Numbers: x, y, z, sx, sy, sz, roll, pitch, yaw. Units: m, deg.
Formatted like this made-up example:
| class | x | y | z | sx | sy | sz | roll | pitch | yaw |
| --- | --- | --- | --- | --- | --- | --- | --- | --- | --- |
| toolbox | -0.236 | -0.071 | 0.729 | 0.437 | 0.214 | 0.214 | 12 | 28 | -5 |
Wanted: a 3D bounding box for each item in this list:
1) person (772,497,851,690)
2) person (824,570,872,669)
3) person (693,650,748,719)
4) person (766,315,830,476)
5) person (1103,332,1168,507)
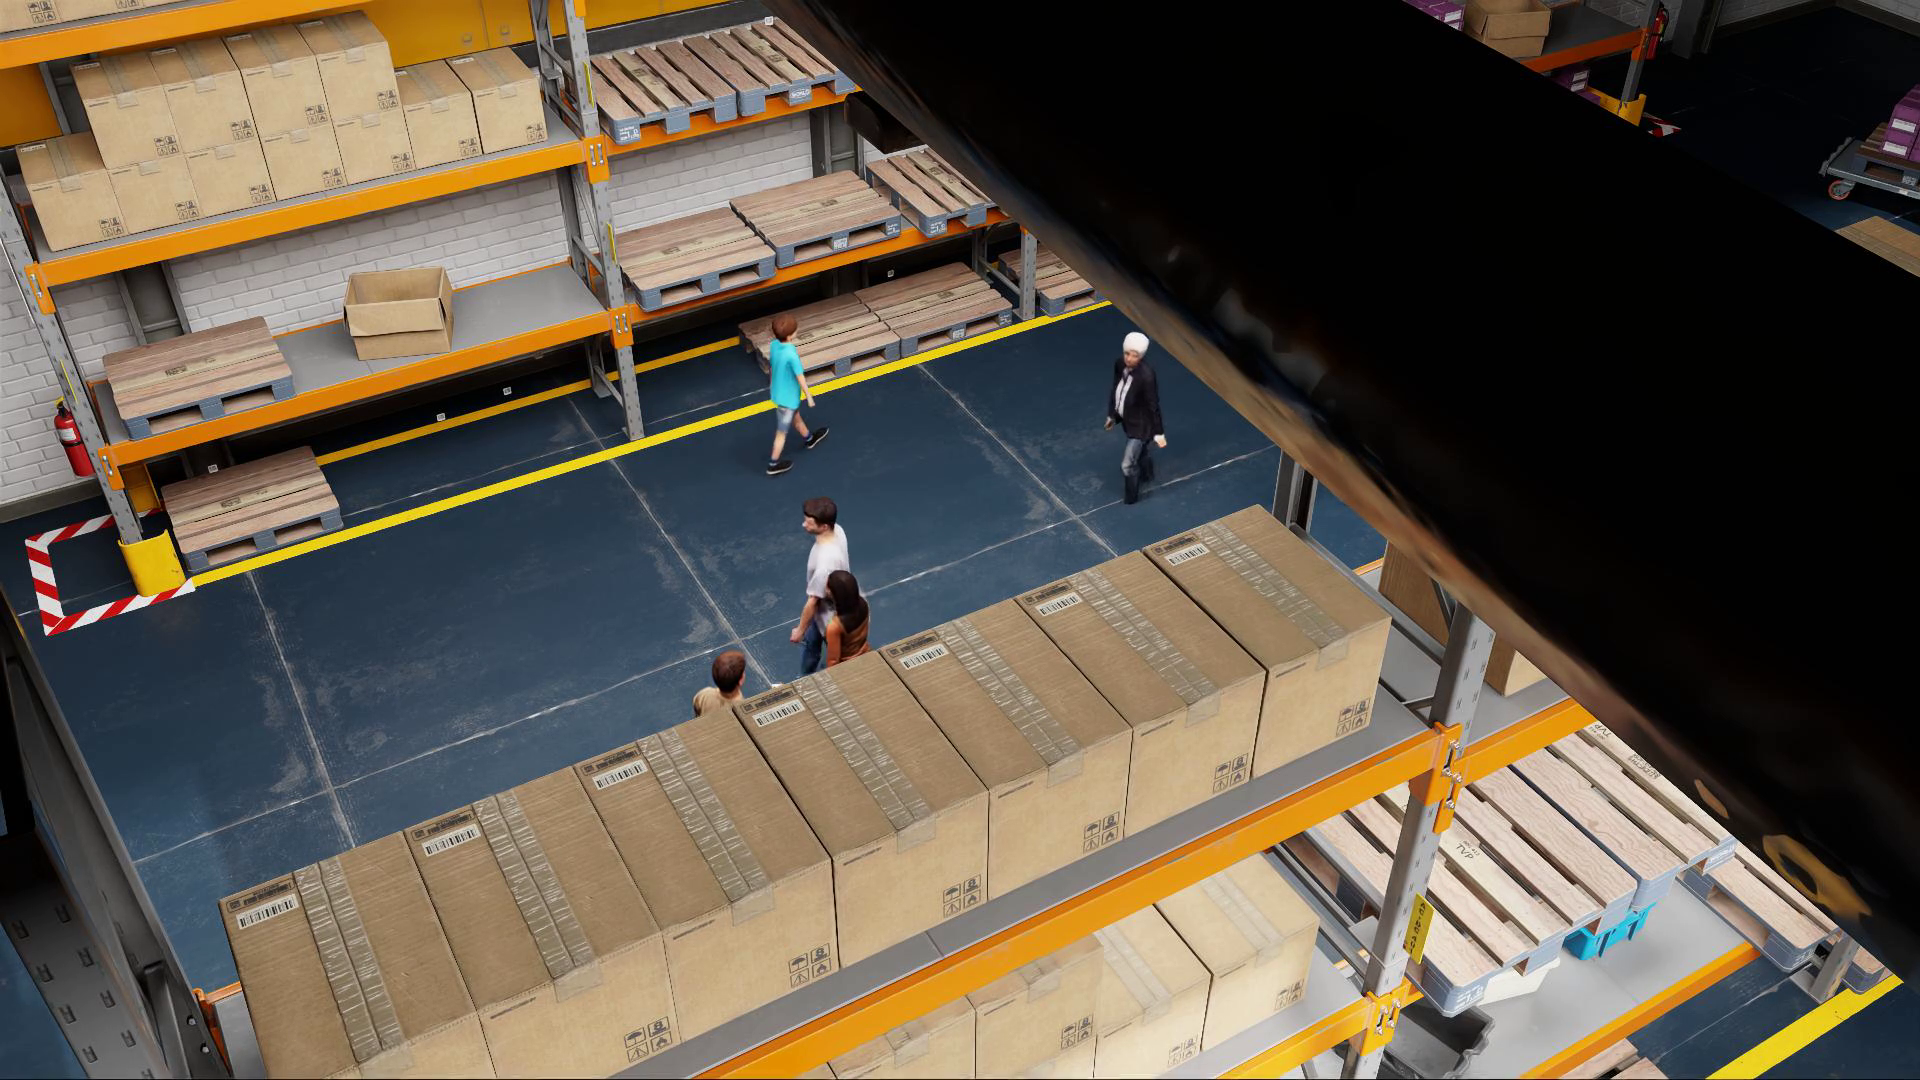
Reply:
| class | x | y | z | sx | sy | sz | roll | pitch | yaw |
| --- | --- | --- | --- | --- | --- | --- | --- | --- | --- |
| person | -0.767 | 0.486 | 11.246 | 1.091 | 1.856 | 0.926 | -2 | 39 | -2 |
| person | -0.714 | 0.864 | 10.912 | 0.701 | 1.683 | 0.603 | 18 | 42 | 21 |
| person | -1.345 | 1.402 | 10.104 | 0.748 | 1.851 | 0.781 | 14 | 41 | 16 |
| person | -1.490 | -1.175 | 13.679 | 0.925 | 1.415 | 0.583 | -24 | 45 | -27 |
| person | 1.480 | -0.920 | 13.389 | 0.796 | 1.759 | 0.934 | -7 | 39 | -9 |
